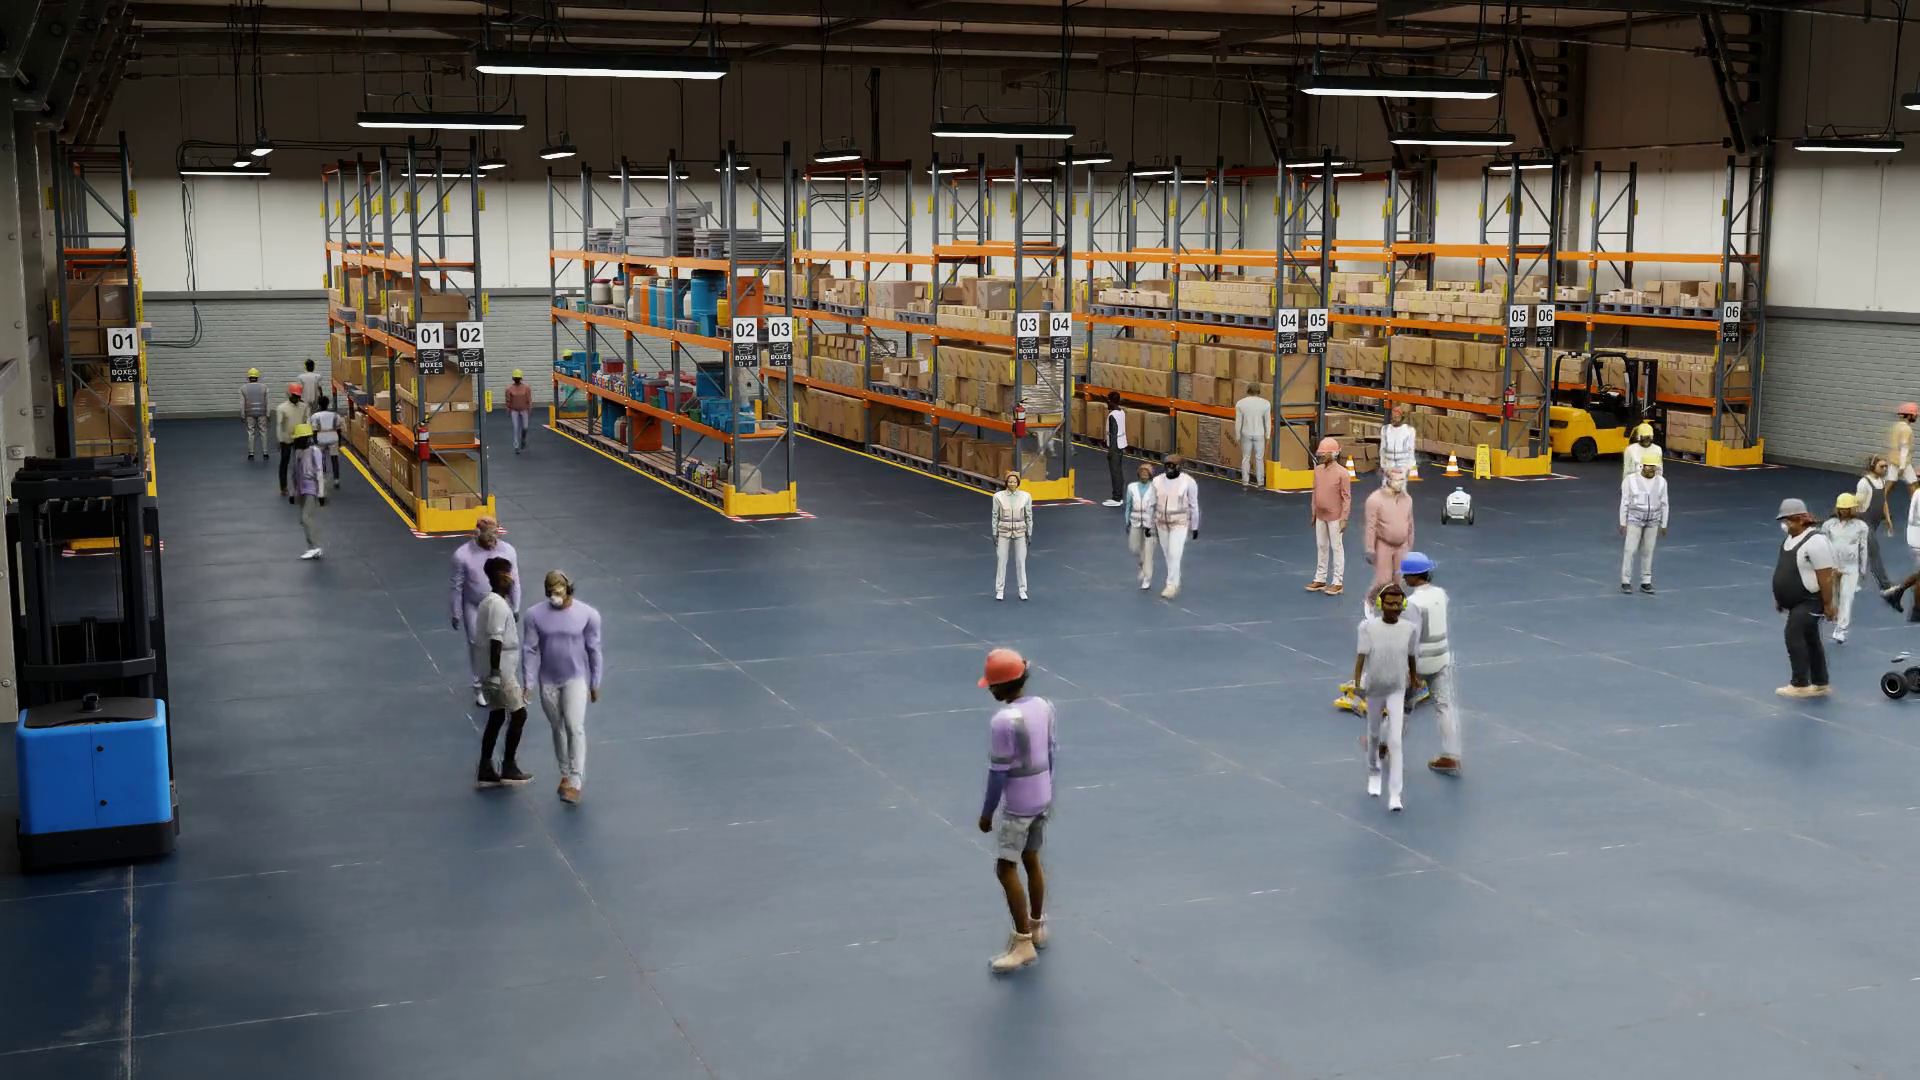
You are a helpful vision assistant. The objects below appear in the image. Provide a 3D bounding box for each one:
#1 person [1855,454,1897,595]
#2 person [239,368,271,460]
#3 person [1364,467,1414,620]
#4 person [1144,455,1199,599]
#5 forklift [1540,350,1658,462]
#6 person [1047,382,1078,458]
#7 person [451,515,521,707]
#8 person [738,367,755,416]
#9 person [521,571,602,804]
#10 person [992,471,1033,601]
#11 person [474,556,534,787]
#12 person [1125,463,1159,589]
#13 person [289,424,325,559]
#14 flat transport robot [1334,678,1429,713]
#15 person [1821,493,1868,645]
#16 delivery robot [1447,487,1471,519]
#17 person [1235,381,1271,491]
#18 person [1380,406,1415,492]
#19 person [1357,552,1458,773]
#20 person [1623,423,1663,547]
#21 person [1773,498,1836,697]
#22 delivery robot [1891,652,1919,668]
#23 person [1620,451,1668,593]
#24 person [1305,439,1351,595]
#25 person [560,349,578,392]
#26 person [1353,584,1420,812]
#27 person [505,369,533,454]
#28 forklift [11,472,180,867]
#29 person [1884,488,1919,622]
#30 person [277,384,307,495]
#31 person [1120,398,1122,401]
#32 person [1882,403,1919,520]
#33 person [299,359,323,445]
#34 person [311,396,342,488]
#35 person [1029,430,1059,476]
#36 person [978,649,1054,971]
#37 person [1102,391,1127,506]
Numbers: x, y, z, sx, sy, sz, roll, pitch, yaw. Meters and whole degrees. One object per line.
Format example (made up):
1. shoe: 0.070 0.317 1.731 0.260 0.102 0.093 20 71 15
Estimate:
1. person: 11.601 -0.186 26.553 0.563 1.793 0.961 -7 11 -38
2. person: -14.165 -2.536 42.106 0.589 1.833 0.404 -3 9 -22
3. person: 5.010 0.082 24.444 0.669 1.891 0.482 -4 9 -25
4. person: 2.620 -0.162 26.366 0.660 1.805 0.880 5 10 32
5. forklift: 12.897 -2.725 42.309 2.313 2.155 1.214 -3 9 -21
6. person: 2.031 -2.562 42.267 0.599 1.838 0.950 -4 9 -23
7. person: -4.681 0.663 20.628 0.692 1.881 0.594 -4 10 -27
8. person: -5.461 -3.945 51.355 0.977 1.884 0.592 -3 9 -21
9. person: -3.257 1.200 17.039 0.618 1.888 0.952 1 9 4
10. person: 0.653 -0.056 26.254 0.513 1.630 0.318 0 9 -1
11. person: -3.856 1.105 17.545 0.528 1.911 0.698 -4 10 -28
12. person: 2.408 -0.196 27.192 0.527 1.625 0.448 4 9 24
13. person: -9.229 -0.673 29.419 0.630 1.908 0.547 8 11 42
14. flat transport robot: 4.276 1.467 20.740 0.652 0.197 1.431 5 10 31
15. person: 9.910 0.313 23.556 0.506 1.686 0.918 5 10 29
16. delivery robot: 7.919 -0.592 33.217 0.477 0.478 0.707 3 9 17
17. person: 5.196 -1.839 37.109 0.635 1.936 0.355 2 9 12
18. person: 6.864 -1.179 32.935 0.571 1.867 0.418 5 10 28
19. person: 3.920 1.030 18.107 0.620 1.885 1.021 -7 11 -39
20. person: 10.046 -0.833 30.852 0.594 1.812 0.774 -1 9 -8
21. person: 8.383 0.576 20.809 0.731 2.000 0.701 0 9 3
22. delivery robot: 9.610 1.147 20.744 0.335 0.223 0.698 -7 11 -36
23. person: 8.746 -0.233 26.790 0.602 1.828 0.403 0 9 -1
24. person: 4.703 -0.305 26.725 0.402 1.985 0.613 -6 10 -34
25. person: -9.340 -3.663 49.900 0.545 1.749 0.472 8 12 43
26. person: 3.445 1.246 16.960 0.518 1.815 0.999 1 9 10
27. person: -9.099 -2.663 43.173 0.563 1.754 0.444 -3 9 -18
28. forklift: -6.630 0.886 15.957 1.129 2.768 1.873 -3 9 -21
29. person: 11.355 0.017 24.781 0.537 1.922 0.577 3 9 18
30. person: -11.565 -1.740 36.415 0.932 1.937 0.681 7 11 41
31. person: 3.501 -3.488 48.174 0.565 1.912 0.660 -4 9 -23
32. person: 15.072 -1.249 33.354 0.996 1.884 0.547 1 9 4
33. person: -13.975 -2.970 45.066 0.528 1.830 0.979 -3 9 -19
34. person: -11.363 -1.770 37.624 0.536 1.646 0.914 -5 10 -31
35. person: 1.560 -2.138 39.504 0.534 1.828 0.966 -2 9 -16
36. person: 0.356 1.687 13.396 0.466 2.008 0.891 4 10 27
37. person: 2.612 -1.539 35.174 0.377 1.917 0.599 3 9 17
